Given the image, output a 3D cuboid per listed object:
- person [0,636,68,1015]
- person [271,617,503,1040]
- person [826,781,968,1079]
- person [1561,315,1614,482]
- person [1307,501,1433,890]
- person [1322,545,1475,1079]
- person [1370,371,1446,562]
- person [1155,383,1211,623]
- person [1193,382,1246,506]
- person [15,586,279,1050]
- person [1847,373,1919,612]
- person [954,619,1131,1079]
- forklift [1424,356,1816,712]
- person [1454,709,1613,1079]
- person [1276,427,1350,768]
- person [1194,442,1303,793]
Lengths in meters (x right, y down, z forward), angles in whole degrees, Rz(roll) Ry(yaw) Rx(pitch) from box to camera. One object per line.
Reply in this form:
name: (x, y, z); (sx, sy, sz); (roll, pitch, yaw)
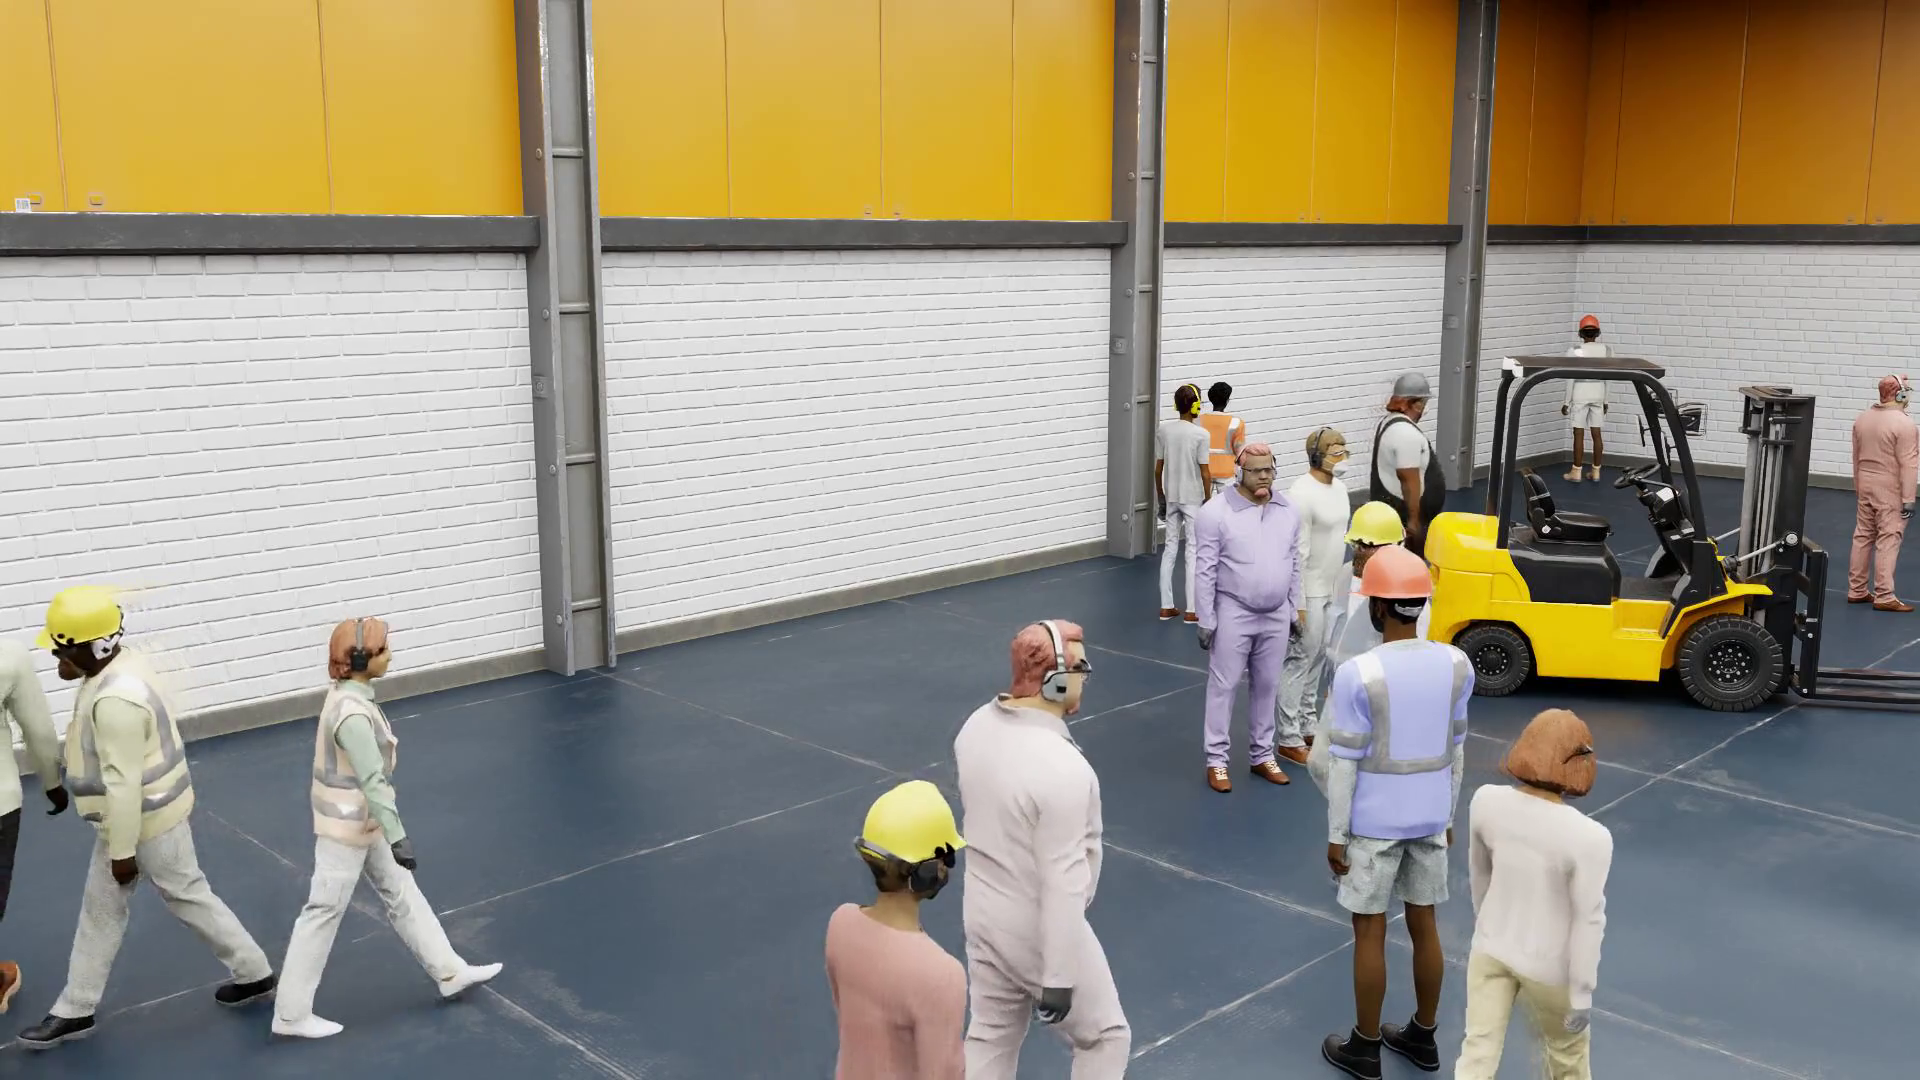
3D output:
person: (-3.615, 0.964, 6.007); (0.613, 1.941, 1.071); (-3, 11, -14)
person: (-2.218, 1.081, 6.273); (0.877, 1.587, 0.542); (-3, 11, -18)
person: (-0.076, 1.421, 4.012); (0.700, 1.742, 0.549); (-8, 13, -38)
person: (7.654, -1.724, 20.348); (0.608, 2.040, 0.394); (-1, 10, -7)
person: (1.879, 0.716, 7.628); (0.411, 1.819, 0.624); (-5, 12, -26)
person: (1.537, 0.976, 5.948); (0.541, 1.930, 0.388); (-3, 11, -16)
person: (3.223, -0.252, 12.320); (0.717, 2.000, 0.683); (1, 10, 3)
person: (1.756, -0.284, 12.960); (0.526, 1.871, 0.324); (9, 14, 39)
person: (2.335, -0.592, 15.133); (0.532, 1.691, 0.318); (4, 11, 19)
person: (-3.078, 1.004, 6.251); (0.912, 1.765, 0.630); (-6, 12, -30)
person: (7.470, -0.385, 13.398); (0.410, 1.913, 0.643); (-2, 11, -10)
person: (0.309, 1.158, 5.074); (0.727, 1.885, 0.648); (-6, 12, -30)
forklift: (4.276, -0.101, 11.076); (2.313, 2.155, 1.214); (2, 11, 13)
person: (1.792, 1.287, 5.142); (0.847, 1.587, 0.517); (-8, 13, -38)
person: (2.030, 0.314, 9.513); (0.374, 1.939, 0.629); (7, 13, 35)
person: (1.588, 0.414, 9.052); (0.653, 1.906, 0.408); (-4, 11, -20)
